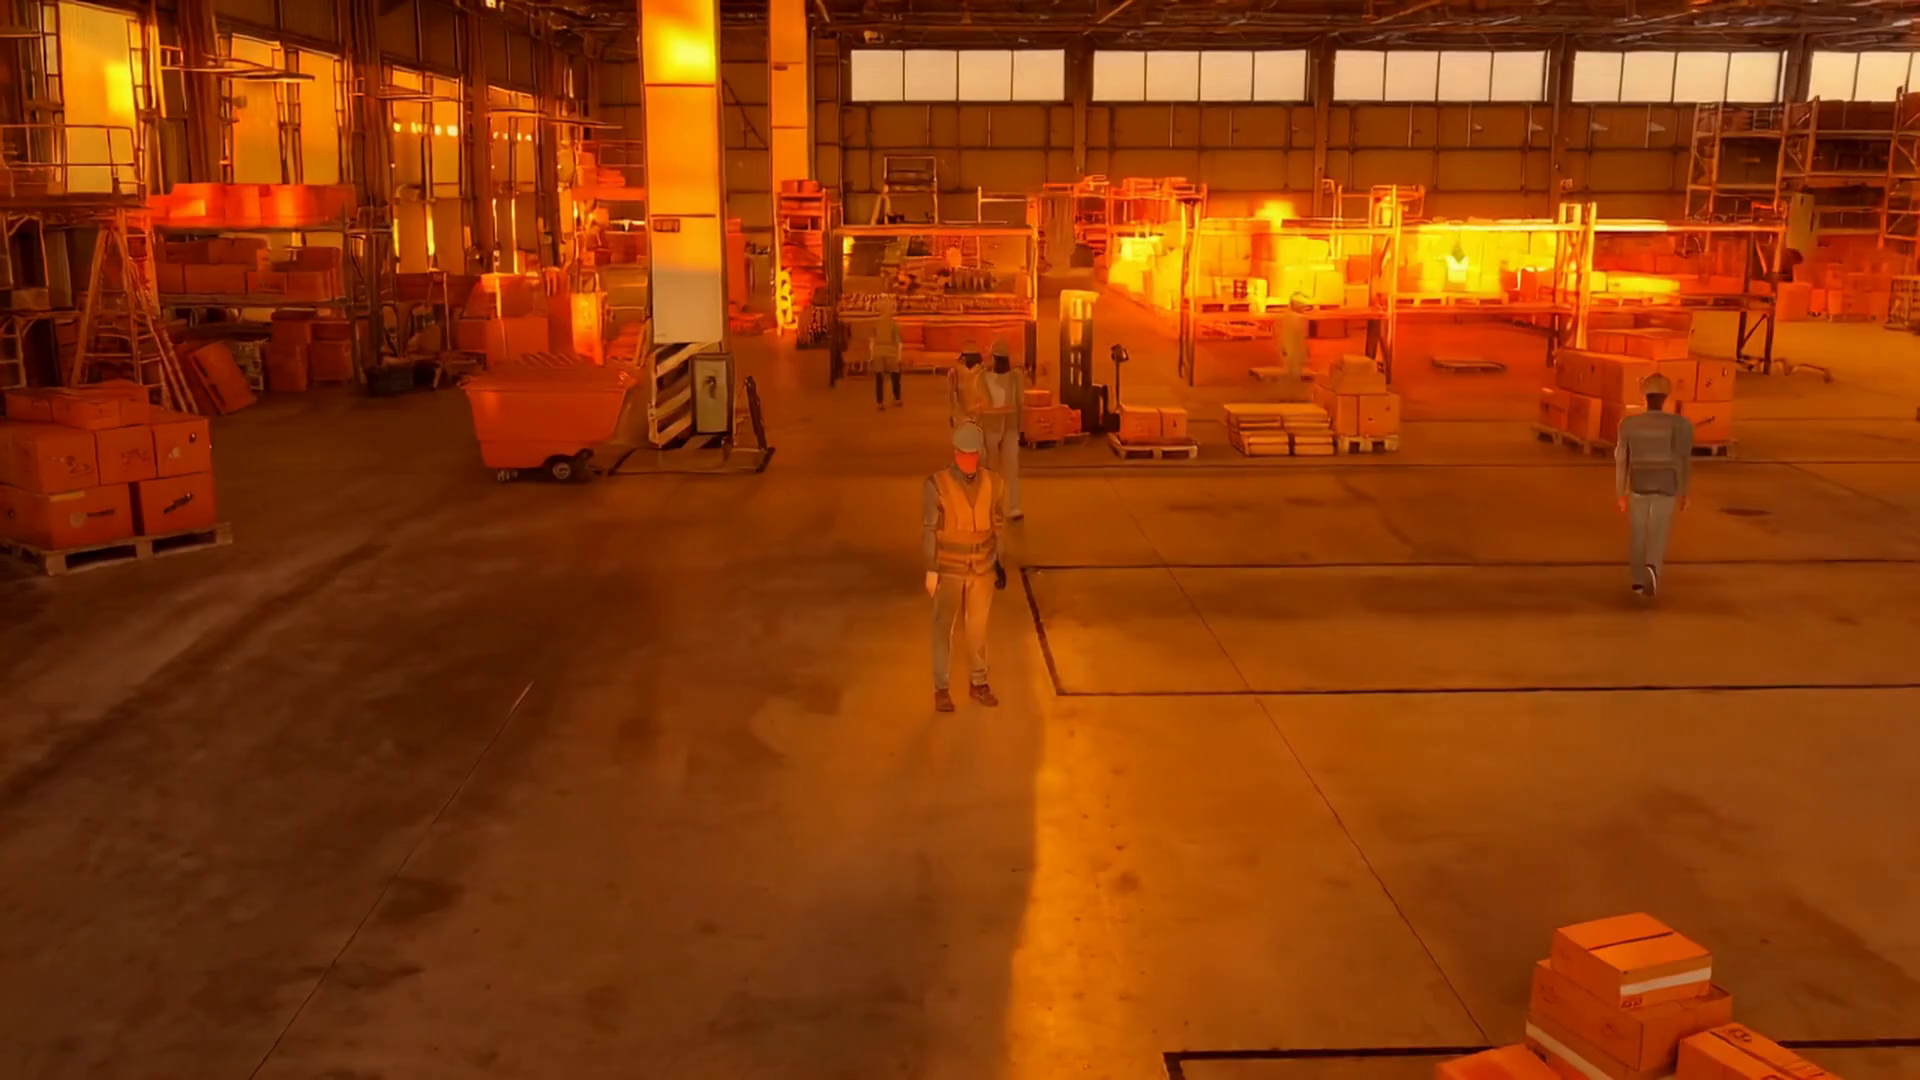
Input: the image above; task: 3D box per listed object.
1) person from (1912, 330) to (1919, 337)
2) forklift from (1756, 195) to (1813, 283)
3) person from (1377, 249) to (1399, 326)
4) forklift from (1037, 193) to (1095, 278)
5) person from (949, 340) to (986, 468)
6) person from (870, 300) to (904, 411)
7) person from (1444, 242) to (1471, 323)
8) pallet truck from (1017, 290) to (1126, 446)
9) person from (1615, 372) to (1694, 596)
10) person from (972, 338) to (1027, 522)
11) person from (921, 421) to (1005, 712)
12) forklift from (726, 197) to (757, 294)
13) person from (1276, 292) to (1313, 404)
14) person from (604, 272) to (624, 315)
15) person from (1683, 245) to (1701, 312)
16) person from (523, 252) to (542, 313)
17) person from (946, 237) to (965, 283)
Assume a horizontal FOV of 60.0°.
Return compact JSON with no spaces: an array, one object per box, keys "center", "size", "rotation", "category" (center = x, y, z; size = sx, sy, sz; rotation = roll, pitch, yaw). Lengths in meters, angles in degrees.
[{"center":[21.072,-5.309,35.832],"size":[0.614,1.946,0.817],"rotation":[-5,13,-22],"category":"person"},{"center":[26.839,-9.676,53.410],"size":[1.873,2.768,1.129],"rotation":[0,12,-2],"category":"forklift"},{"center":[9.916,-5.887,38.660],"size":[0.506,1.846,0.345],"rotation":[3,13,15],"category":"person"},{"center":[3.574,-10.370,56.542],"size":[1.873,2.768,1.129],"rotation":[-7,14,-28],"category":"forklift"},{"center":[0.106,-1.408,18.781],"size":[0.490,1.699,0.906],"rotation":[-1,13,-6],"category":"person"},{"center":[-1.091,-2.790,25.106],"size":[0.542,1.644,0.855],"rotation":[3,13,13],"category":"person"},{"center":[11.857,-6.126,39.618],"size":[0.605,1.900,0.637],"rotation":[1,13,4],"category":"person"},{"center":[1.257,-2.299,22.111],"size":[1.885,1.965,0.823],"rotation":[-9,15,-35],"category":"pallet truck"},{"center":[5.790,-0.447,13.940],"size":[0.610,1.910,0.612],"rotation":[7,14,28],"category":"person"},{"center":[0.418,-1.129,17.075],"size":[0.613,1.883,0.963],"rotation":[-4,13,-16],"category":"person"},{"center":[0.028,0.169,11.082],"size":[0.601,1.948,0.386],"rotation":[-6,14,-23],"category":"person"},{"center":[-6.936,-8.600,48.549],"size":[1.873,2.768,1.129],"rotation":[0,12,-2],"category":"forklift"},{"center":[5.216,-2.937,25.588],"size":[0.775,1.739,0.539],"rotation":[-2,13,-8],"category":"person"},{"center":[-8.675,-6.627,41.849],"size":[0.551,1.923,0.567],"rotation":[1,13,6],"category":"person"},{"center":[16.698,-5.802,38.175],"size":[0.568,1.891,0.957],"rotation":[0,12,1],"category":"person"},{"center":[-10.437,-6.208,40.602],"size":[0.520,1.632,0.311],"rotation":[8,15,32],"category":"person"},{"center":[-0.101,-6.793,42.595],"size":[0.479,1.918,0.623],"rotation":[6,14,24],"category":"person"}]
